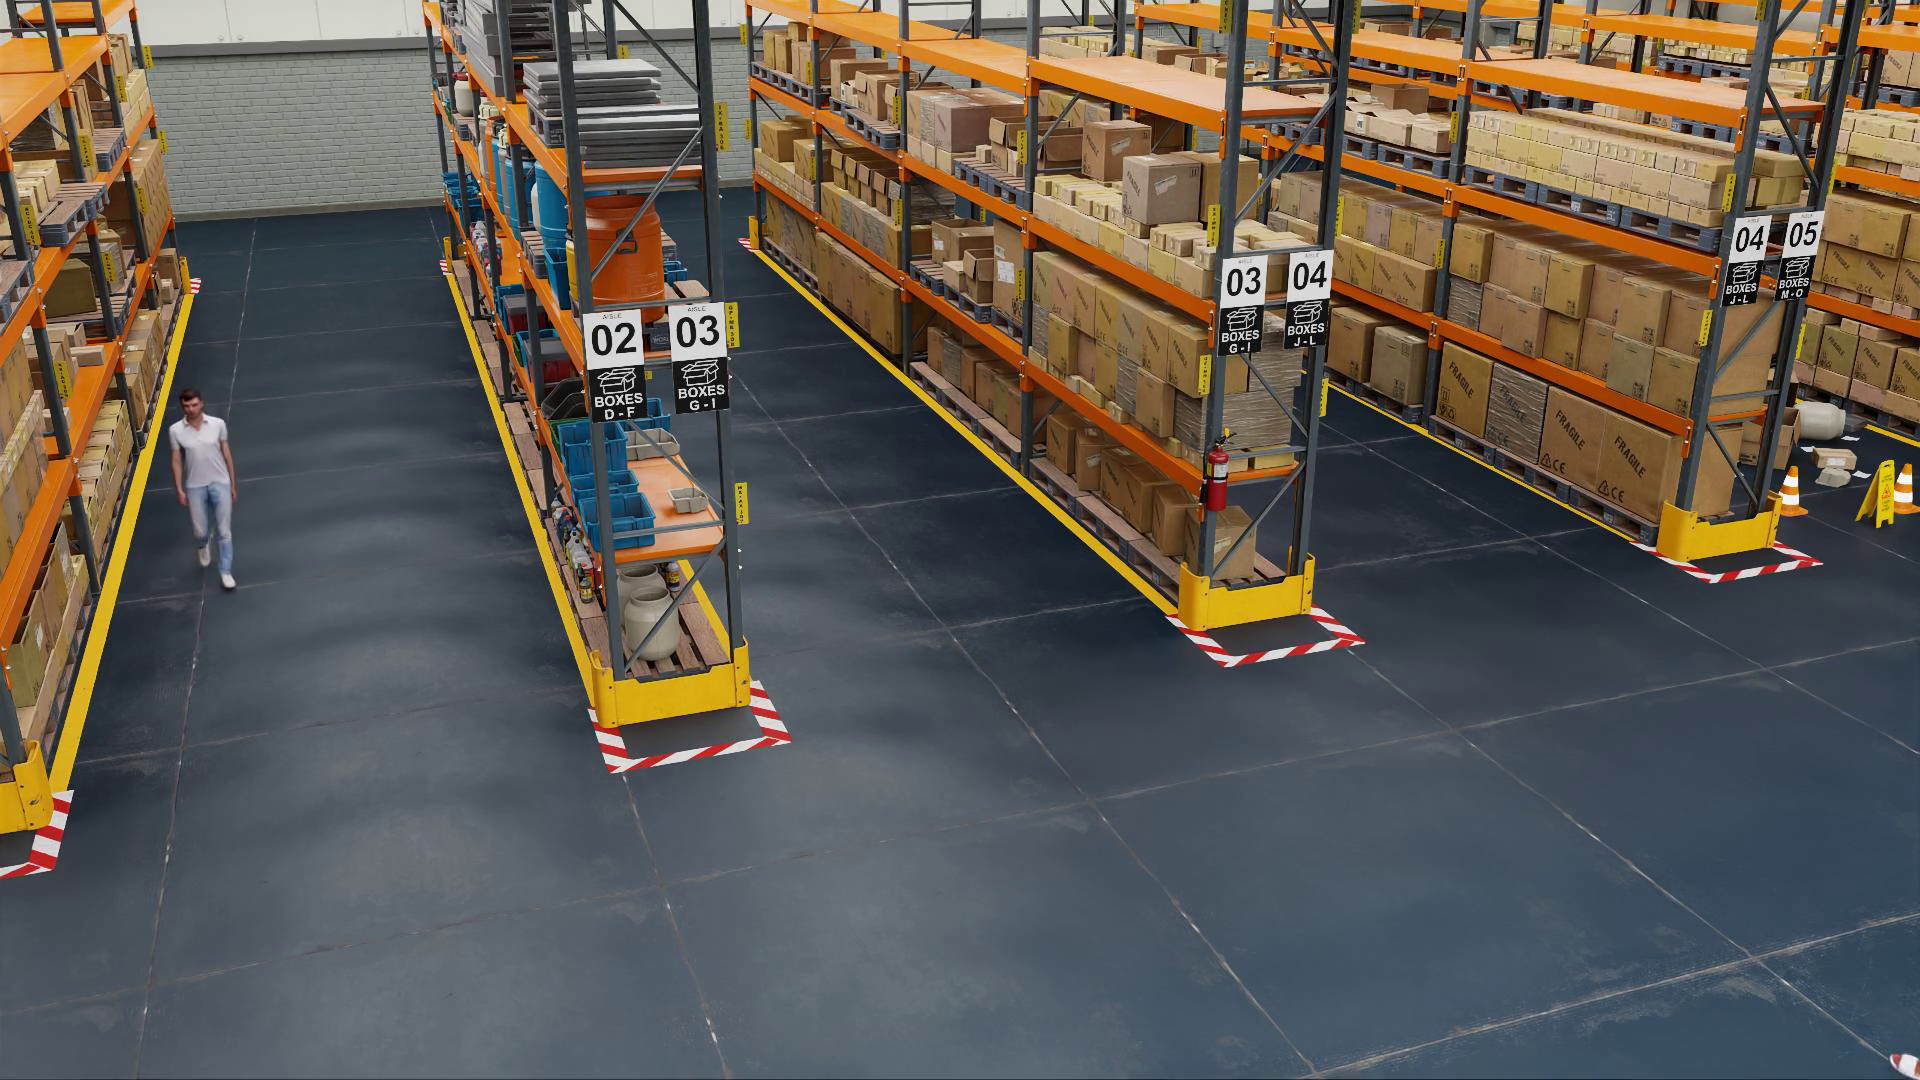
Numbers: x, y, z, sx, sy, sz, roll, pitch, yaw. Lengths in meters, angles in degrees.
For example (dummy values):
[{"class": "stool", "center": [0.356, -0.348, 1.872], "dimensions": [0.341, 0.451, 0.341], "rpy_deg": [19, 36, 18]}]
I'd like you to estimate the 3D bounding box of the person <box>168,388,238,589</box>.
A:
[{"class": "person", "center": [-6.714, -0.493, 14.828], "dimensions": [0.729, 1.836, 0.944], "rpy_deg": [-11, 25, -25]}]
